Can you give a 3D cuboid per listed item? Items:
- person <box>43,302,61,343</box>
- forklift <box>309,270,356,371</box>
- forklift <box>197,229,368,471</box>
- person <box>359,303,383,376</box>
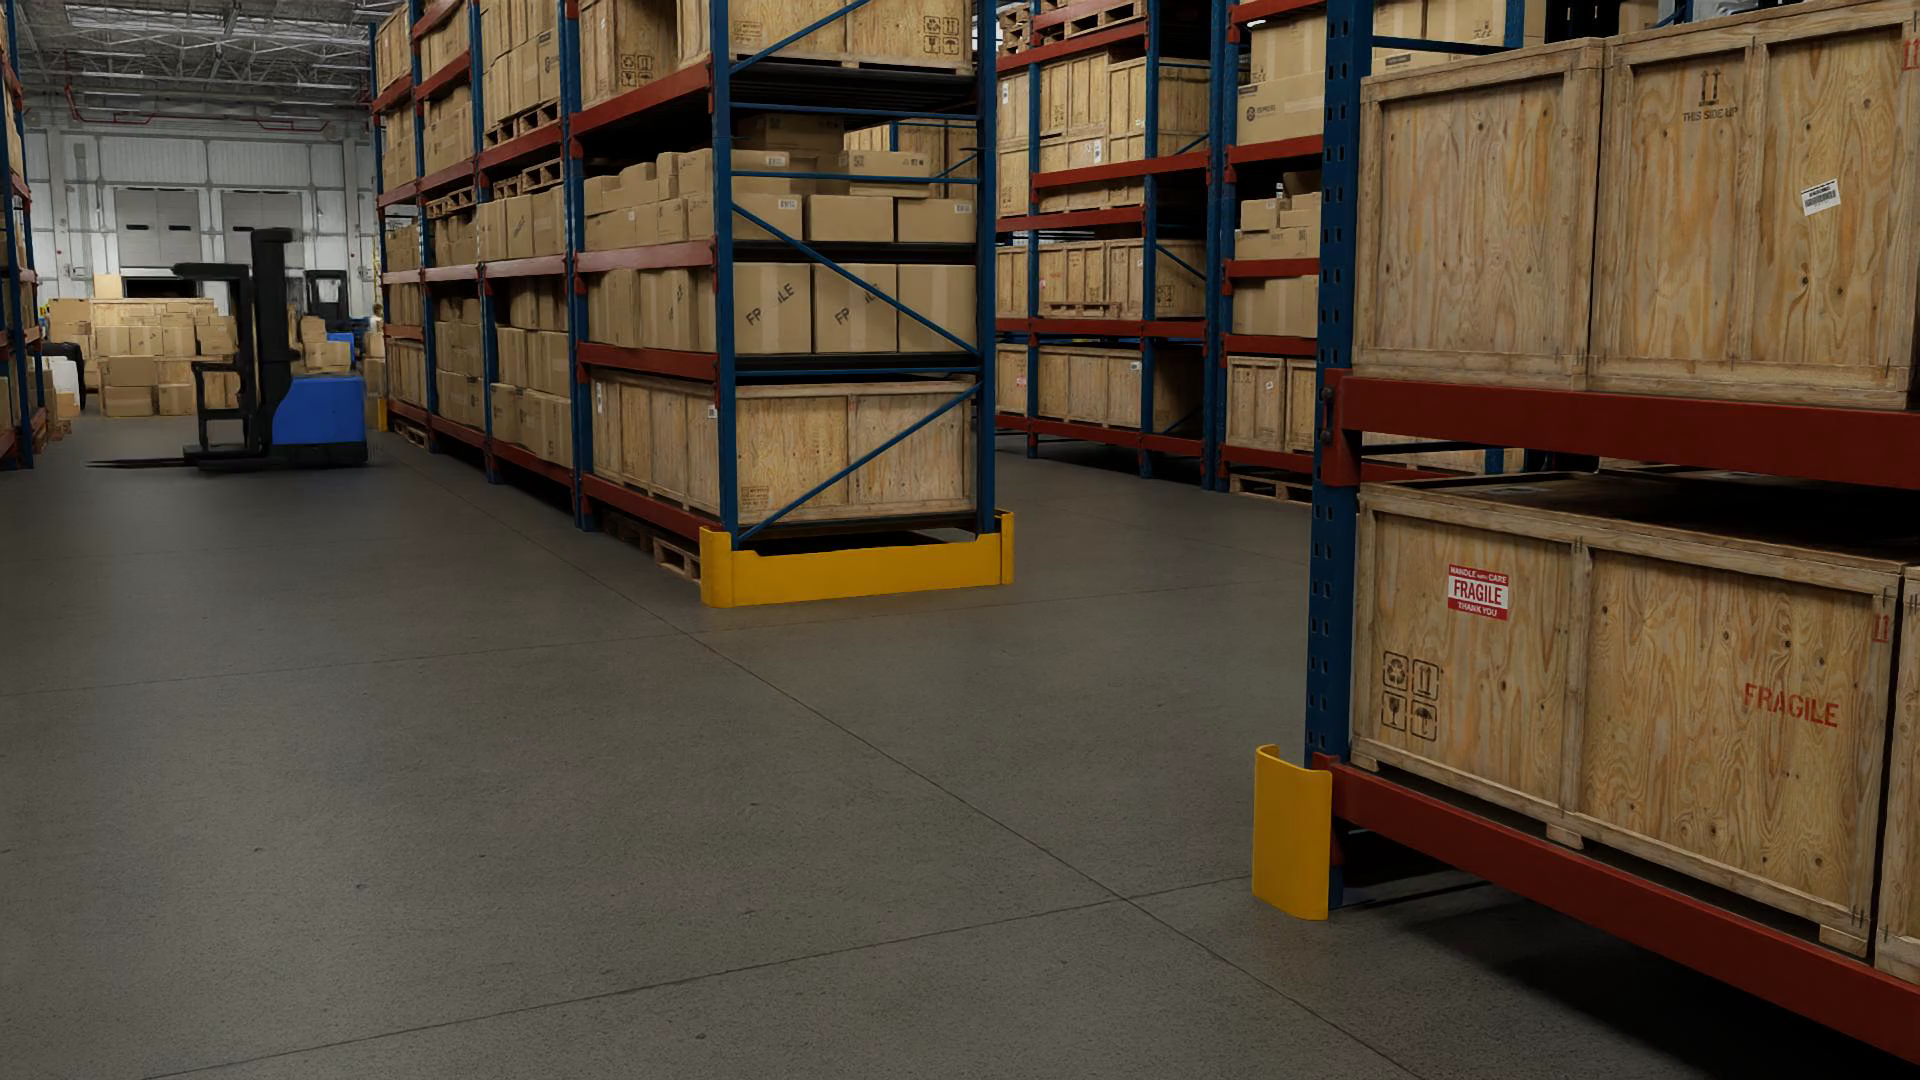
[{"bbox_3d":[-27.880,-6.338,51.074,0.384,1.924,0.589,2,9,16],"label":"person"},{"bbox_3d":[-17.534,-6.119,46.287,1.129,2.768,1.873,-4,9,-26],"label":"forklift"},{"bbox_3d":[-8.159,-2.280,19.810,1.873,2.768,1.129,-4,9,-26],"label":"forklift"},{"bbox_3d":[-13.996,-4.703,39.822,0.764,1.922,0.639,-1,8,-7],"label":"person"}]
